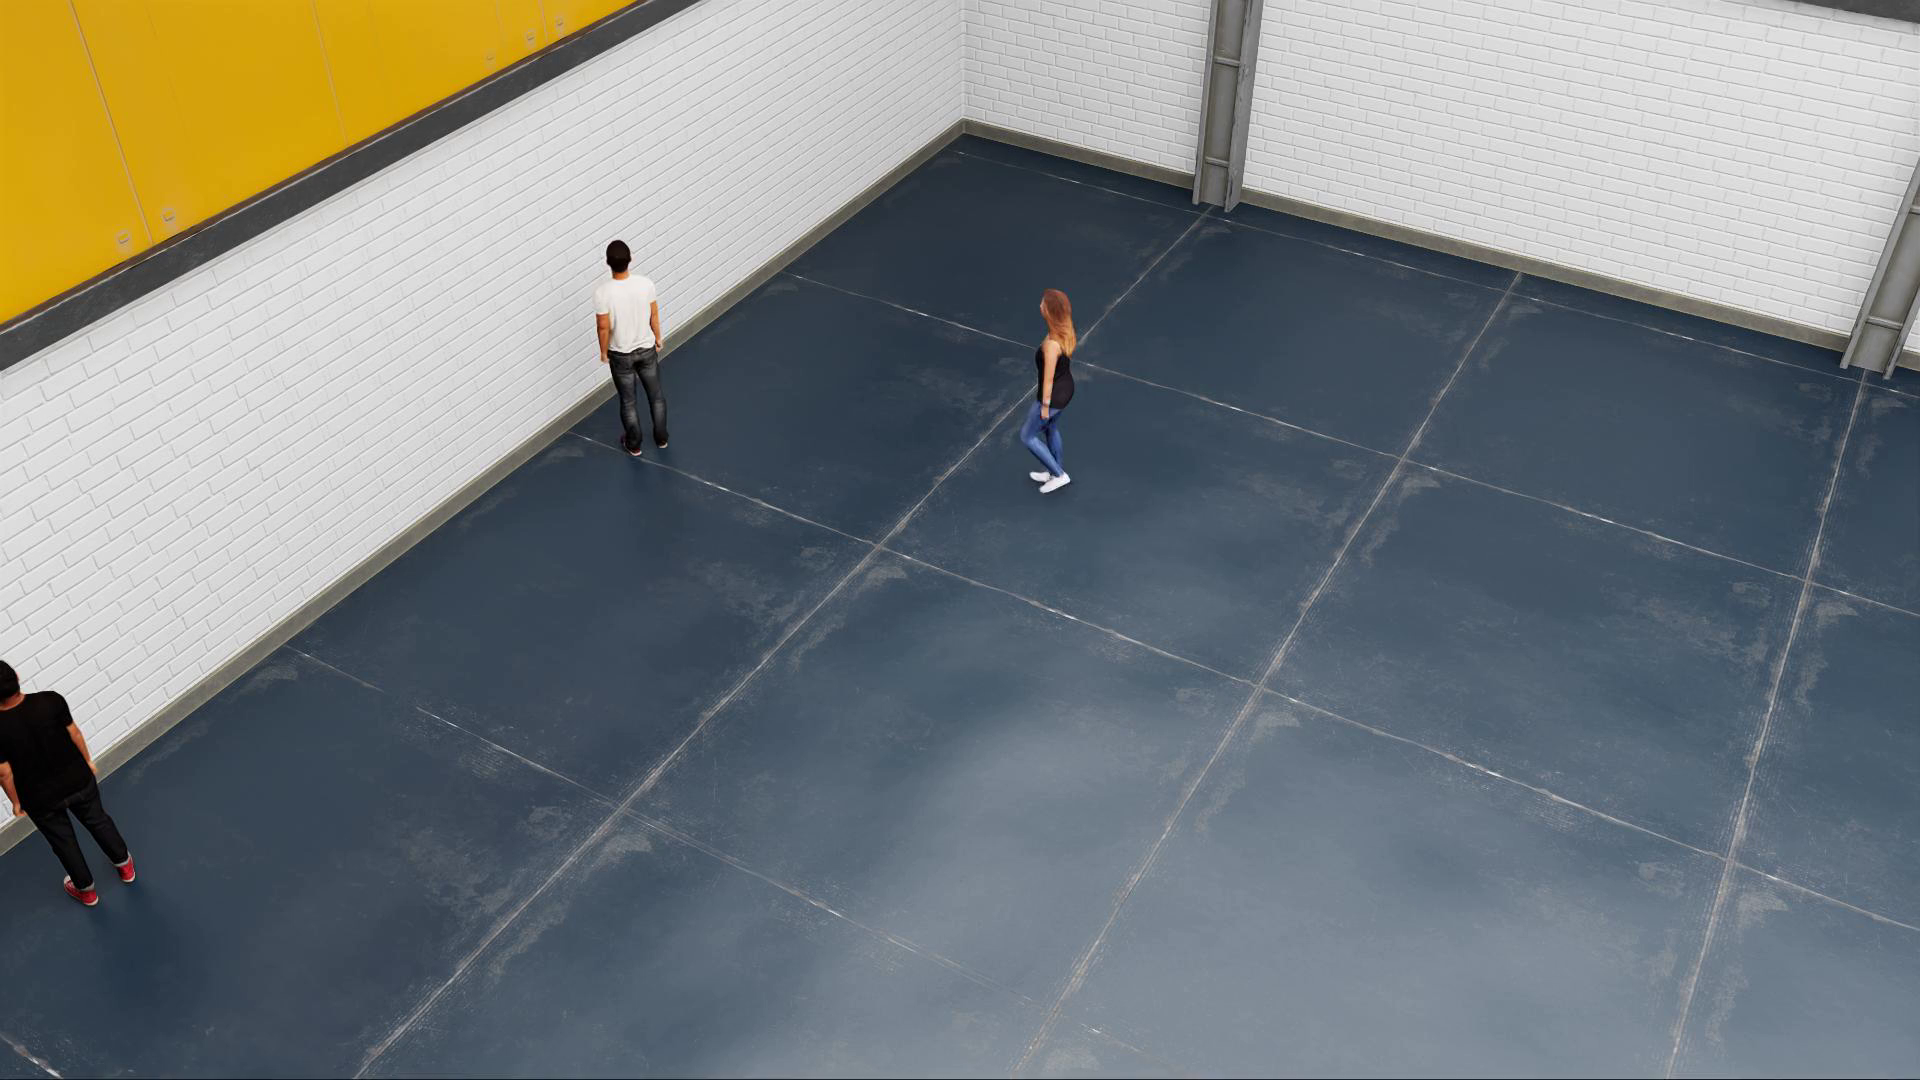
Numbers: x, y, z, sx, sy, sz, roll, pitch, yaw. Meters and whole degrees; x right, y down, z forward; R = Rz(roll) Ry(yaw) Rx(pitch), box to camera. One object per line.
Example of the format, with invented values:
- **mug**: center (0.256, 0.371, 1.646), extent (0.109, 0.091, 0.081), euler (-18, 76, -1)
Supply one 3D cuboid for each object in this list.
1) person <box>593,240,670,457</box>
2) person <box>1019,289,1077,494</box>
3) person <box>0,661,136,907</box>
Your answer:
- **person**: center (-2.506, -1.467, 12.721), extent (0.715, 1.805, 0.721), euler (-18, 42, -21)
- **person**: center (0.753, -1.054, 12.282), extent (0.667, 1.706, 0.629), euler (12, 40, 15)
- **person**: center (-5.041, 1.341, 9.244), extent (0.628, 1.756, 0.674), euler (30, 48, 32)
